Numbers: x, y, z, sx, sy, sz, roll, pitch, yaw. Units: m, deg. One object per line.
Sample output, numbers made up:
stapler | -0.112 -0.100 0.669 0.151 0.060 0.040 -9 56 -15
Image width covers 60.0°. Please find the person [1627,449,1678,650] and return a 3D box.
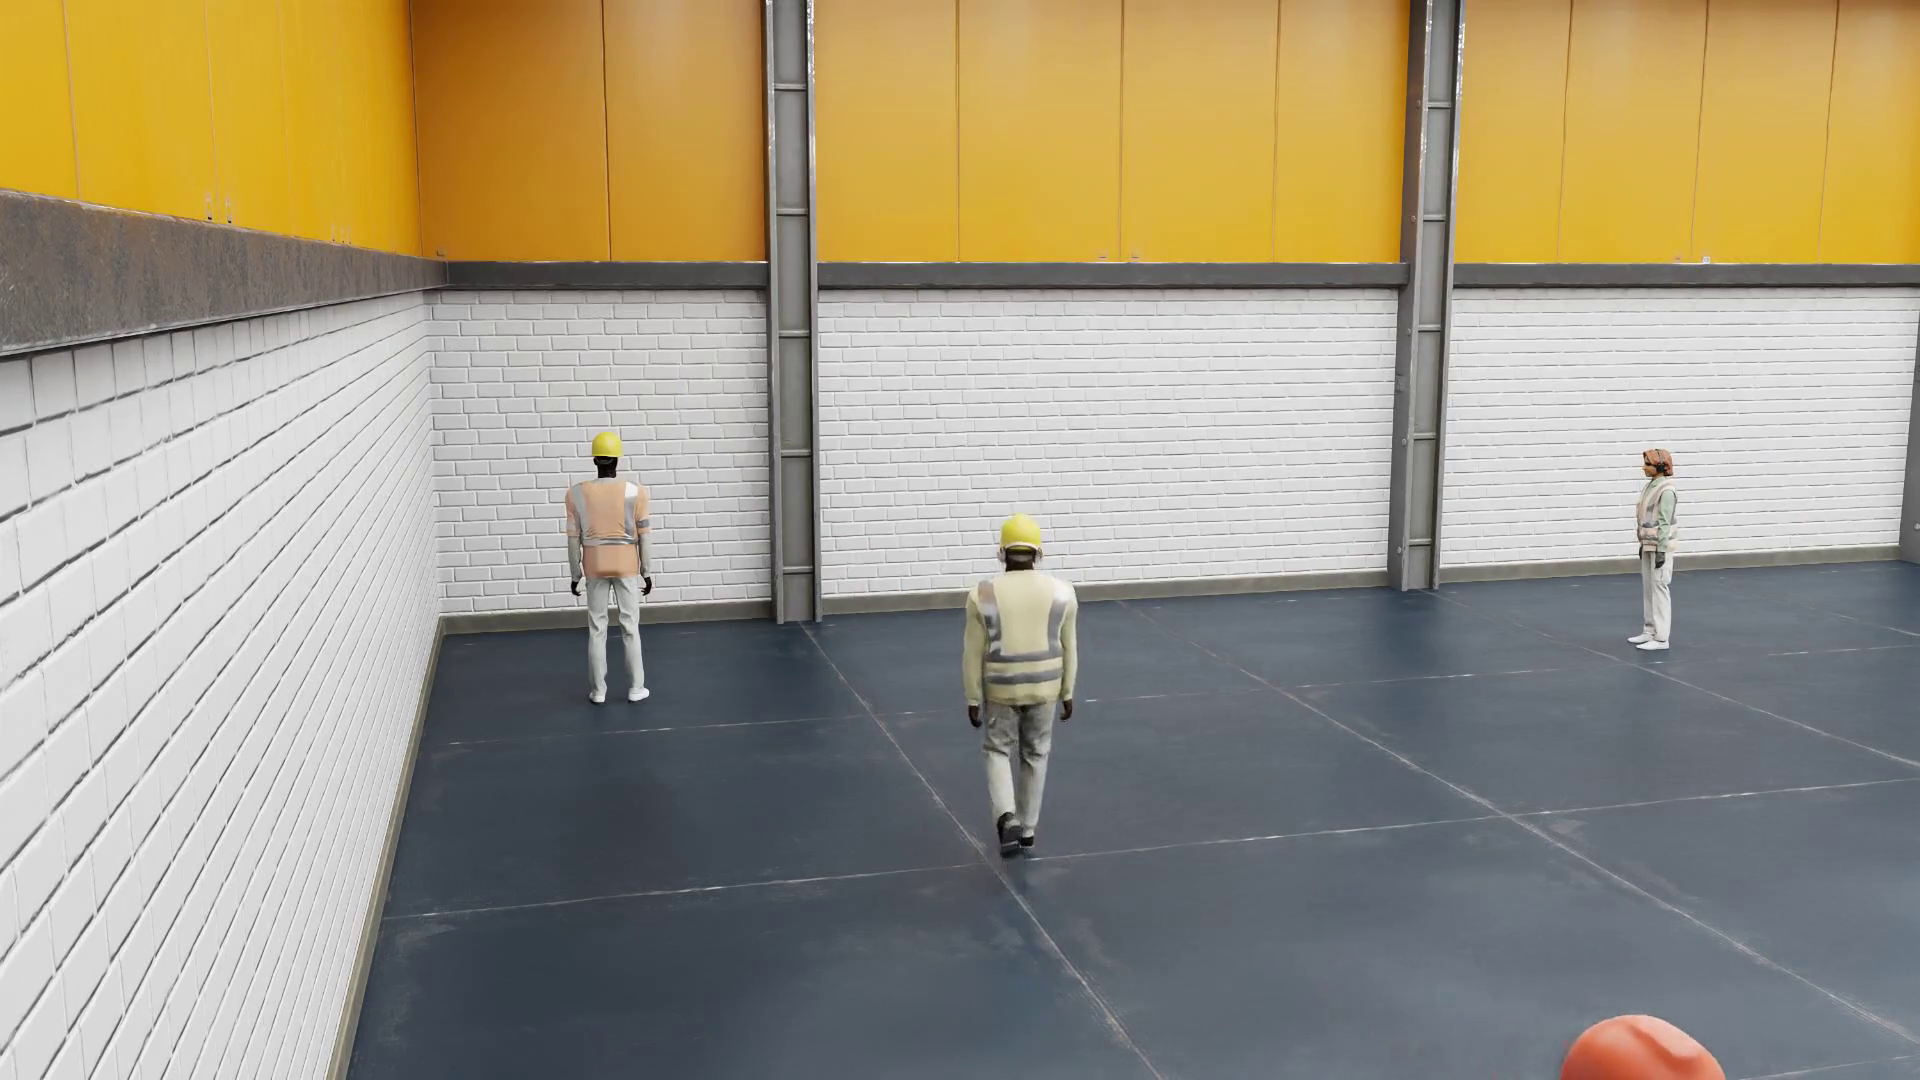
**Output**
person | 5.616 0.075 13.435 0.314 1.629 0.509 0 9 3

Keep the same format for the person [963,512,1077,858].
person | 0.316 0.767 8.540 0.598 1.816 0.585 -1 9 -6

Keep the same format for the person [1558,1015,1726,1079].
person | 1.010 1.656 2.676 0.543 1.922 0.439 -5 11 -30

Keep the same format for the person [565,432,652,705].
person | -2.461 0.203 11.706 0.585 1.928 0.370 -1 9 -7
